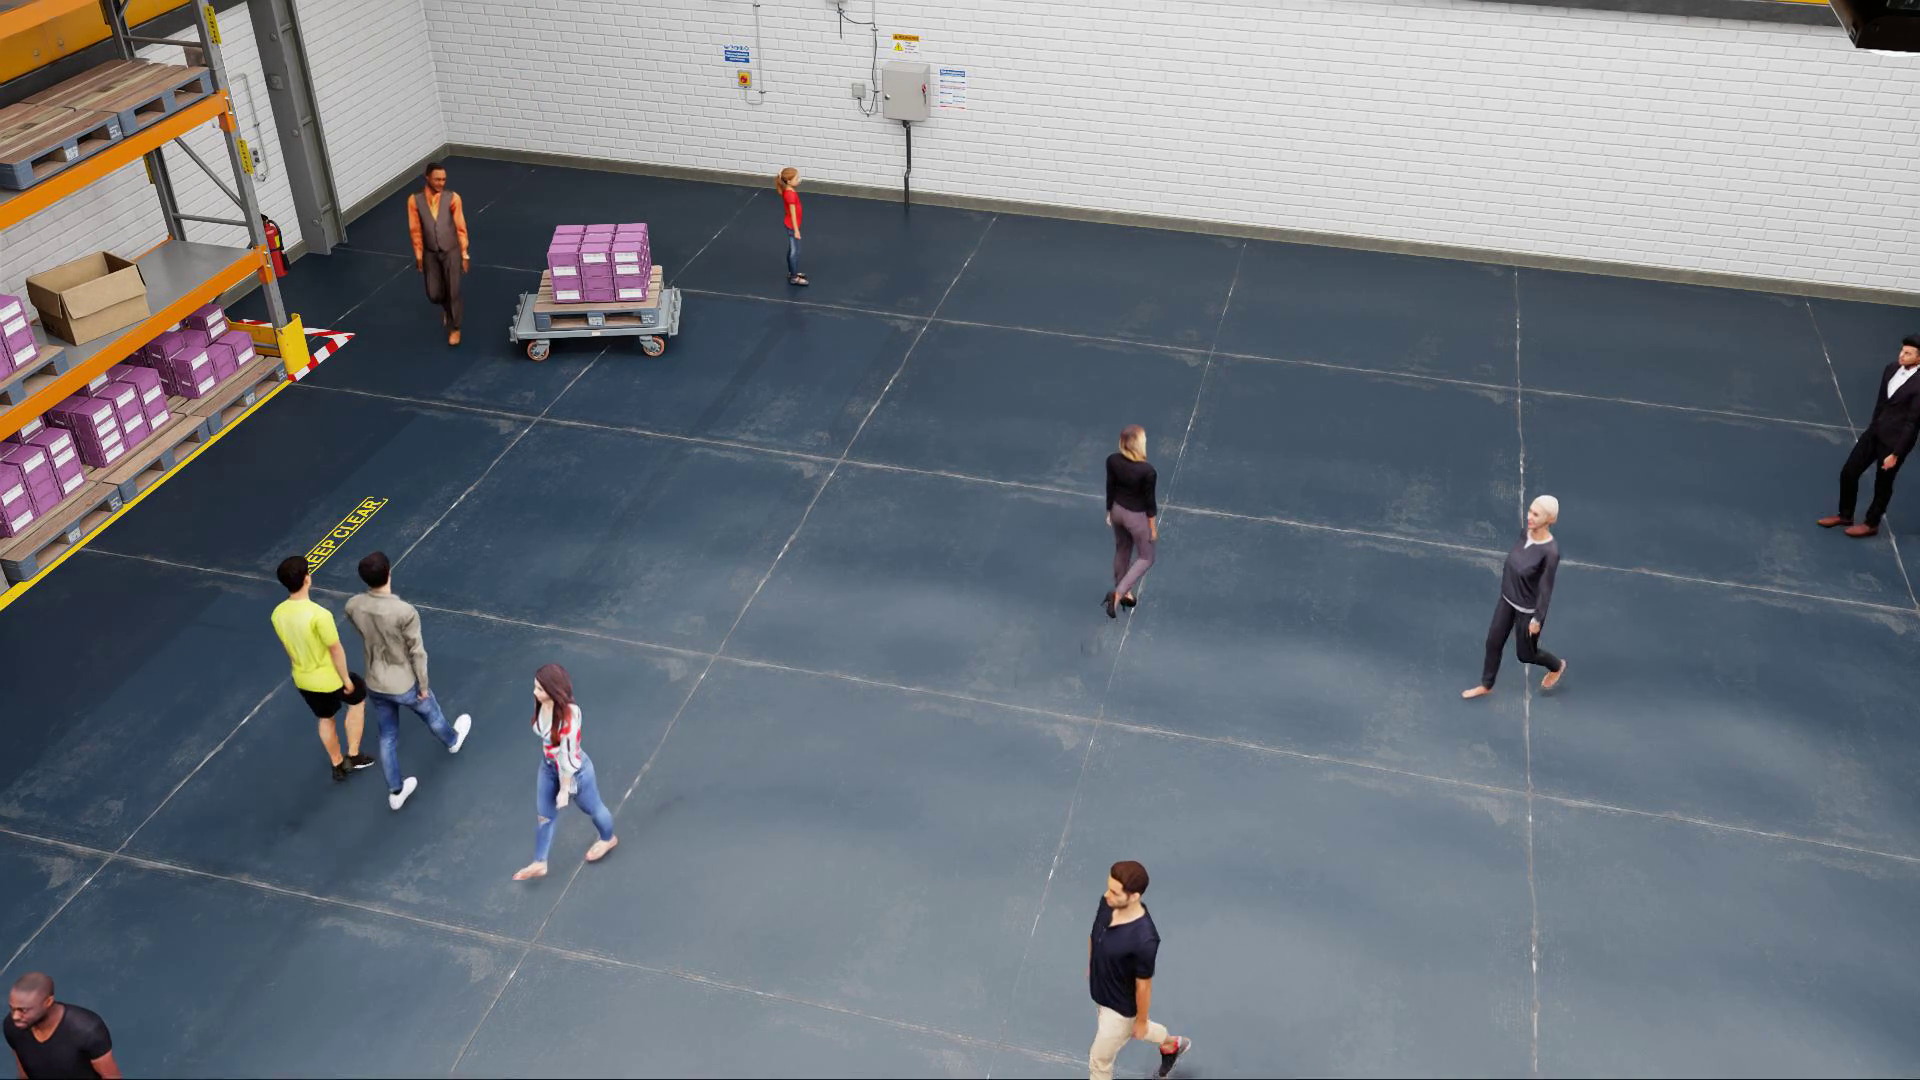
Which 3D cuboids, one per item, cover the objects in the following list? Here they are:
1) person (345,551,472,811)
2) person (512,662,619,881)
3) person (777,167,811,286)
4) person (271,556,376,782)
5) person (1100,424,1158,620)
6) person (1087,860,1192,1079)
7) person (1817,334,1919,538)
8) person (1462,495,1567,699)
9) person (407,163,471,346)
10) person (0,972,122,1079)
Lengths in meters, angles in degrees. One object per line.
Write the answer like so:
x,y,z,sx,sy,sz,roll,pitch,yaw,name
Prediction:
-3.739,0.972,10.849,0.759,1.825,1.107,6,34,8,person
-2.381,1.406,10.413,0.846,1.586,1.033,25,41,32,person
-1.808,-3.394,17.886,0.634,1.307,0.547,-7,34,-11,person
-4.289,0.928,11.038,0.649,1.690,0.603,10,35,14,person
1.252,-0.089,12.595,0.780,1.659,0.877,25,41,32,person
0.909,2.365,8.747,1.140,1.831,1.148,-13,36,-19,person
7.649,-0.826,13.526,0.904,1.857,0.815,-8,34,-11,person
4.071,0.423,11.781,0.989,1.707,1.019,-10,35,-14,person
-5.154,-2.891,16.612,0.866,1.880,0.944,-3,34,-4,person
-4.297,2.760,8.165,0.684,1.819,0.591,5,34,7,person
